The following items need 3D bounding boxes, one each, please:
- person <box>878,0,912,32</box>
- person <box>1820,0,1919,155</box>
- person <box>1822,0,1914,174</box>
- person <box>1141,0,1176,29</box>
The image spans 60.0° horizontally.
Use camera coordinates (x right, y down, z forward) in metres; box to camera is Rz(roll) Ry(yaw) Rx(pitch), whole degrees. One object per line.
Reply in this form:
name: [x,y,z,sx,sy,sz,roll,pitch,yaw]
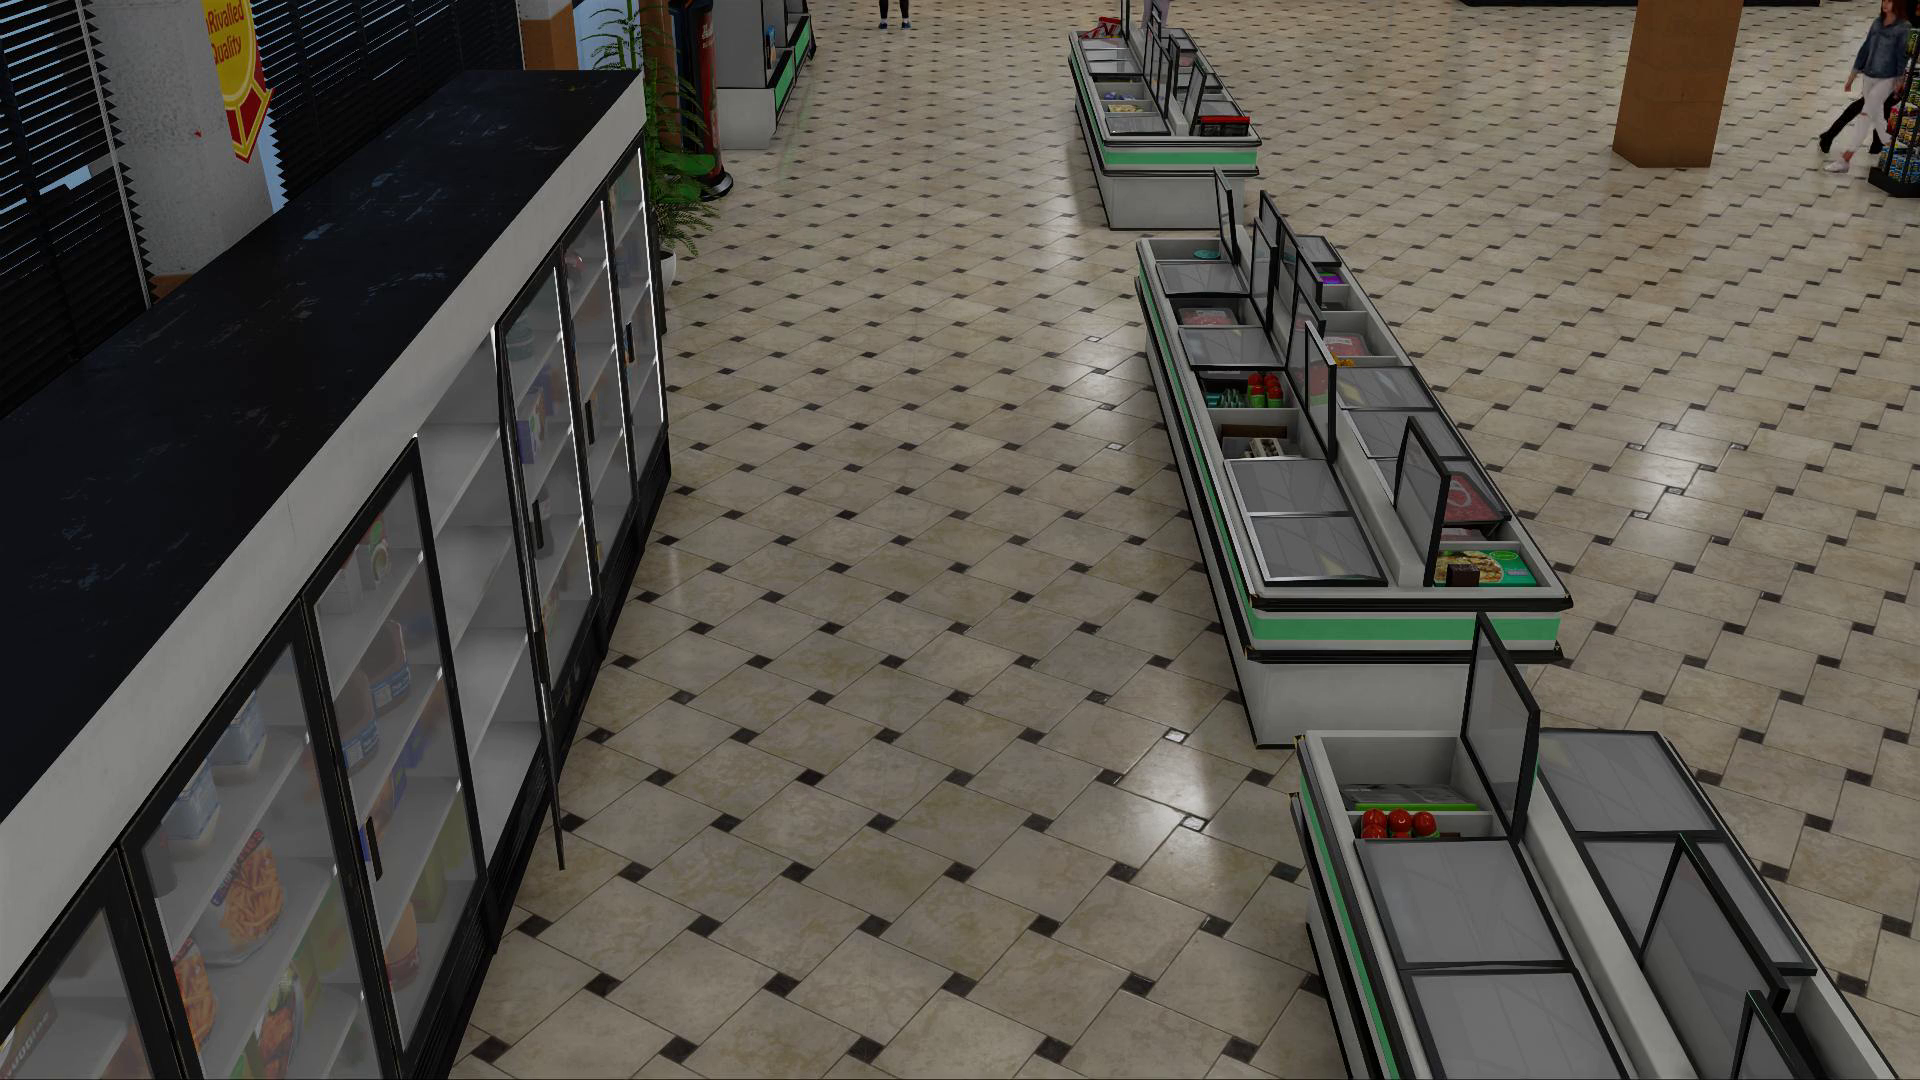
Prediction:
person: [-0.904,-7.750,22.158,0.702,1.827,0.576,-2,27,-4]
person: [8.870,-4.614,15.945,1.106,1.853,1.099,17,32,30]
person: [8.604,-4.245,15.420,0.839,1.670,1.069,-6,27,-12]
person: [2.343,-6.596,19.870,0.803,1.838,0.742,-24,36,-39]
